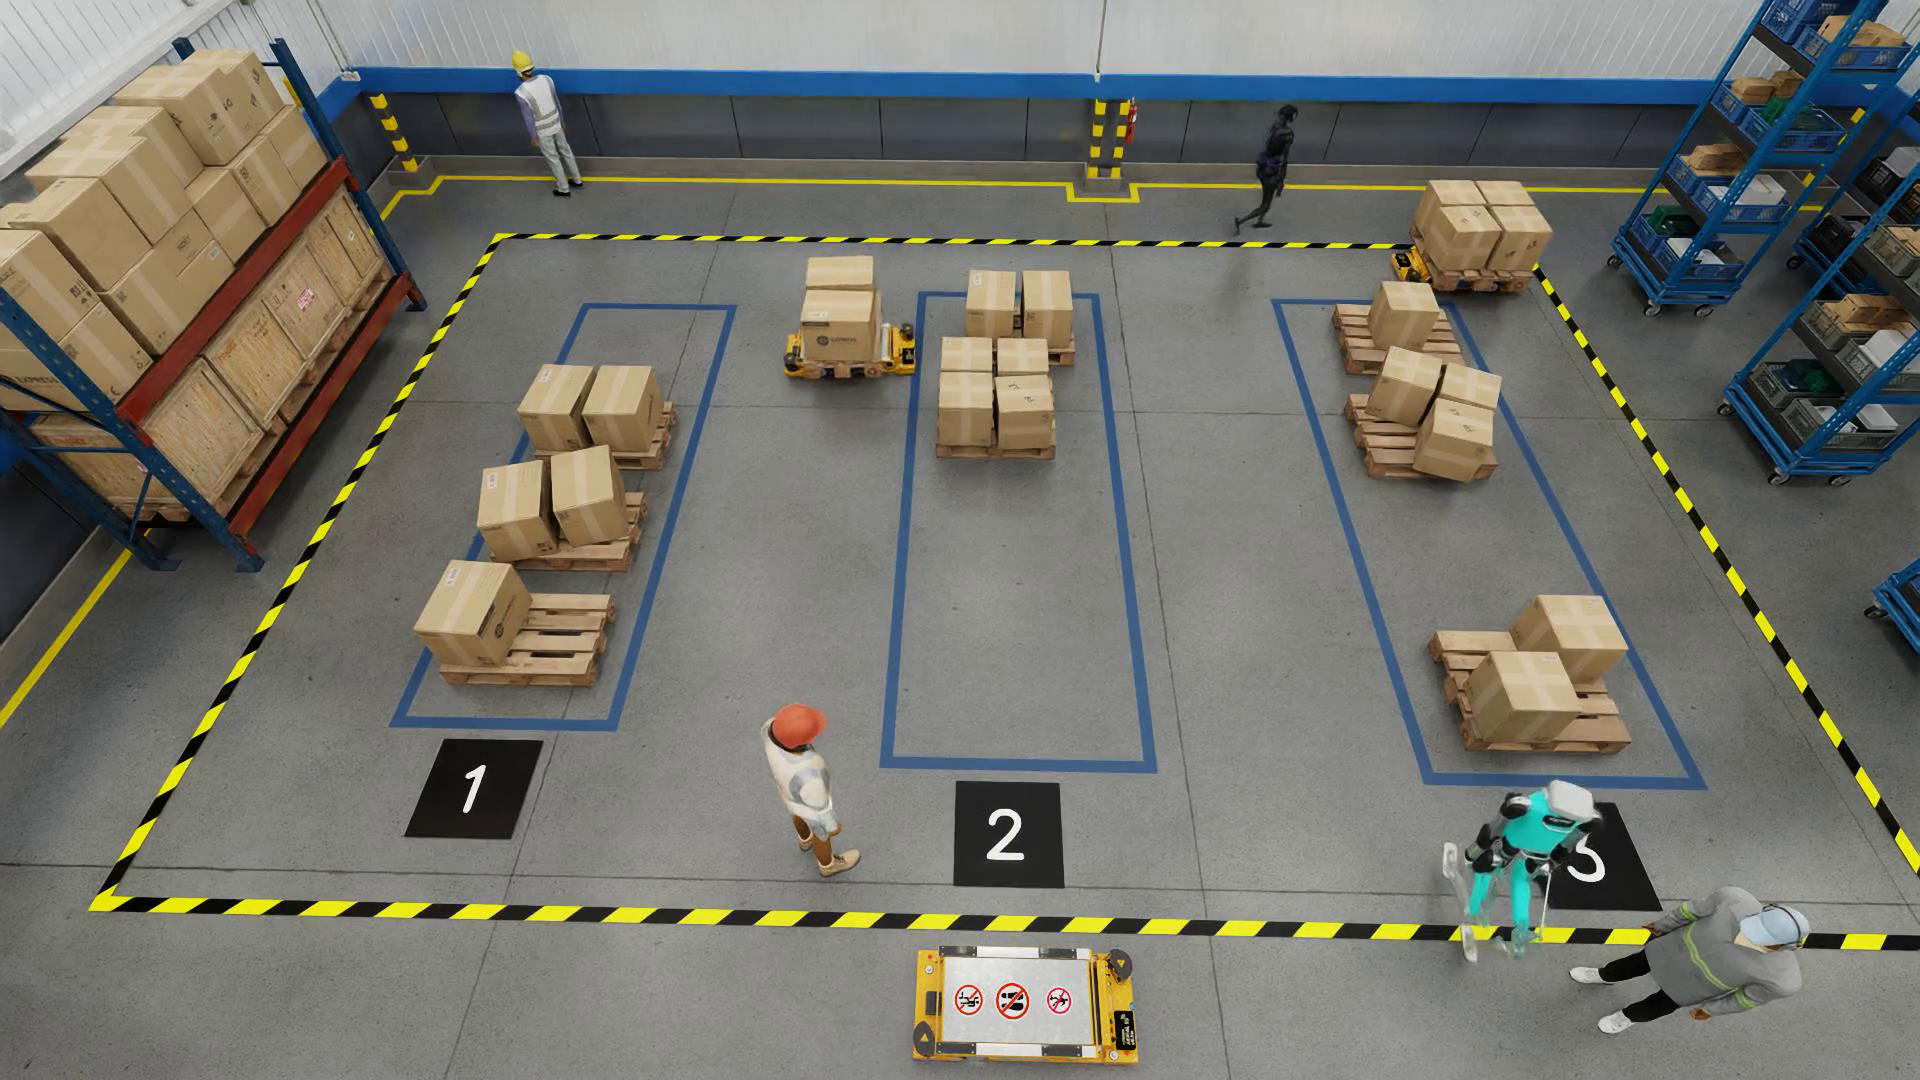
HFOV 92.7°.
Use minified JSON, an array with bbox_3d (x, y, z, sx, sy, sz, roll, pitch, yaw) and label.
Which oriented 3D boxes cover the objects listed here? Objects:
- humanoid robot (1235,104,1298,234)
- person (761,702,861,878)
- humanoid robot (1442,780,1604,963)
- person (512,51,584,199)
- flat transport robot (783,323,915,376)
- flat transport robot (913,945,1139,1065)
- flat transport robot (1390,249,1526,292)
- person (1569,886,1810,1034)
[{"bbox_3d":[3.777,-4.567,11.311,0.573,1.642,0.589,-8,51,-6],"label":"humanoid robot"},{"bbox_3d":[-0.967,1.639,6.008,0.389,2.039,0.613,-31,57,-23],"label":"person"},{"bbox_3d":[3.482,2.161,5.780,0.546,1.725,1.028,9,51,8],"label":"humanoid robot"},{"bbox_3d":[-5.346,-5.325,11.817,0.404,1.832,0.591,23,54,17],"label":"person"},{"bbox_3d":[-1.216,-2.124,10.200,1.431,0.197,0.652,-1,51,-1],"label":"flat transport robot"},{"bbox_3d":[0.422,3.041,6.007,1.431,0.231,0.659,1,51,1],"label":"flat transport robot"},{"bbox_3d":[6.080,-3.311,11.167,1.431,0.197,0.652,1,51,1],"label":"flat transport robot"},{"bbox_3d":[4.309,2.512,5.418,0.389,1.849,0.587,-6,51,-5],"label":"person"}]
